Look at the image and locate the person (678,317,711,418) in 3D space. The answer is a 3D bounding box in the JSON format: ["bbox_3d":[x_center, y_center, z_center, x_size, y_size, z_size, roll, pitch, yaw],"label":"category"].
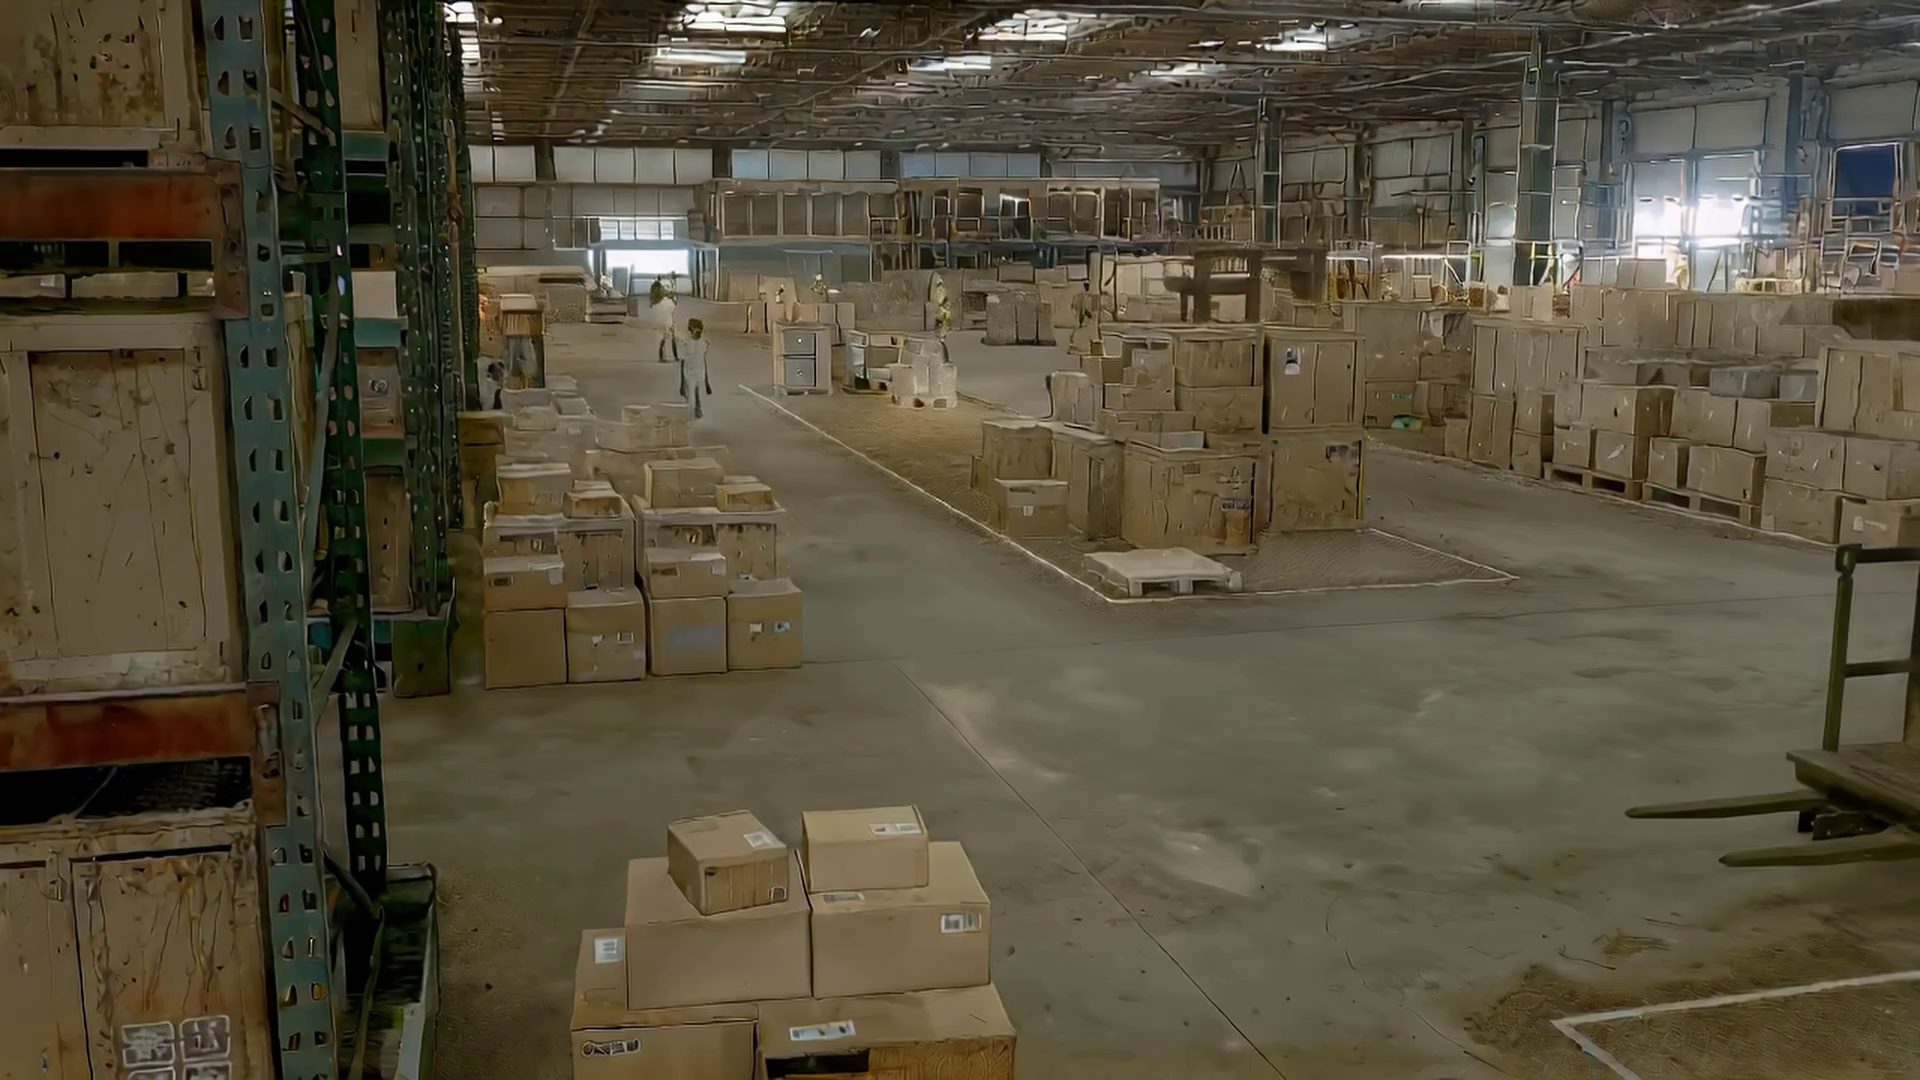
[{"bbox_3d":[-3.763,-2.226,23.658,0.325,1.865,0.512,9,13,40],"label":"person"}]

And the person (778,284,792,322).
[{"bbox_3d":[-5.343,-6.960,50.830,0.429,1.740,0.532,2,10,9],"label":"person"}]

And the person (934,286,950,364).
[{"bbox_3d":[-0.406,-4.827,38.093,0.361,1.963,0.613,-1,10,-5],"label":"person"}]

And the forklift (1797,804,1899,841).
[{"bbox_3d":[5.103,0.113,7.534,1.873,2.768,1.129,-3,10,-15],"label":"forklift"}]

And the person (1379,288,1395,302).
[{"bbox_3d":[10.383,-5.206,40.542,0.611,1.875,1.004,10,14,44],"label":"person"}]

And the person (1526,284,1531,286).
[{"bbox_3d":[14.632,-5.643,42.929,0.588,1.899,0.905,-1,10,-6],"label":"person"}]

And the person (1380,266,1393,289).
[{"bbox_3d":[20.730,-12.360,80.836,0.614,1.933,0.412,7,12,33],"label":"person"}]

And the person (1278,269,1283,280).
[{"bbox_3d":[16.812,-13.594,88.090,0.625,1.843,0.430,-1,10,-4],"label":"person"}]

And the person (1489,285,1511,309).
[{"bbox_3d":[15.148,-6.243,46.651,0.640,1.792,0.972,-1,10,-3],"label":"person"}]

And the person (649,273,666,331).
[{"bbox_3d":[-10.253,-8.097,56.608,0.626,1.969,0.769,2,10,13],"label":"person"}]

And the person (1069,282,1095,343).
[{"bbox_3d":[3.656,-6.782,49.560,0.877,1.841,0.525,8,13,37],"label":"person"}]

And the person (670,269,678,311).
[{"bbox_3d":[-12.682,-11.075,73.703,0.337,1.882,0.585,-1,10,-4],"label":"person"}]

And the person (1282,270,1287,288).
[{"bbox_3d":[16.664,-13.066,84.905,0.595,1.911,0.418,-2,10,-10],"label":"person"}]

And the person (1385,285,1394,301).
[{"bbox_3d":[12.758,-6.768,49.815,0.833,1.708,0.484,-5,11,-26],"label":"person"}]

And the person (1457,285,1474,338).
[{"bbox_3d":[15.802,-7.155,52.036,0.569,1.680,0.549,8,13,38],"label":"person"}]

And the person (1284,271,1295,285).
[{"bbox_3d":[17.667,-13.931,89.609,0.651,1.975,0.548,-4,11,-21],"label":"person"}]

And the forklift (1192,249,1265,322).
[{"bbox_3d":[3.606,-2.536,22.536,1.129,2.768,1.873,-3,10,-15],"label":"forklift"}]

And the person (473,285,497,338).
[{"bbox_3d":[-15.018,-7.149,52.103,0.830,1.665,0.529,-2,10,-14],"label":"person"}]

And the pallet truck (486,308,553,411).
[{"bbox_3d":[-6.242,-2.418,24.362,0.823,1.965,1.885,1,10,3],"label":"pallet truck"}]

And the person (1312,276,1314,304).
[{"bbox_3d":[11.290,-7.543,53.567,0.370,1.934,0.627,8,13,38],"label":"person"}]

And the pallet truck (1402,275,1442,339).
[{"bbox_3d":[14.620,-7.324,52.145,0.823,1.965,1.885,8,13,40],"label":"pallet truck"}]

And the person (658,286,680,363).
[{"bbox_3d":[-7.212,-5.319,41.099,0.571,1.883,0.868,7,12,35],"label":"person"}]

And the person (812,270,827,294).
[{"bbox_3d":[-4.912,-8.448,58.385,0.536,2.000,0.673,-4,11,-20],"label":"person"}]

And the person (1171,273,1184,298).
[{"bbox_3d":[7.963,-8.723,60.286,0.629,1.926,0.457,2,10,13],"label":"person"}]

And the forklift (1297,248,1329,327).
[{"bbox_3d":[8.139,-5.358,38.512,1.873,2.768,1.129,-3,10,-15],"label":"forklift"}]

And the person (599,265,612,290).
[{"bbox_3d":[-15.628,-11.104,73.418,0.605,2.045,0.382,2,10,13],"label":"person"}]
